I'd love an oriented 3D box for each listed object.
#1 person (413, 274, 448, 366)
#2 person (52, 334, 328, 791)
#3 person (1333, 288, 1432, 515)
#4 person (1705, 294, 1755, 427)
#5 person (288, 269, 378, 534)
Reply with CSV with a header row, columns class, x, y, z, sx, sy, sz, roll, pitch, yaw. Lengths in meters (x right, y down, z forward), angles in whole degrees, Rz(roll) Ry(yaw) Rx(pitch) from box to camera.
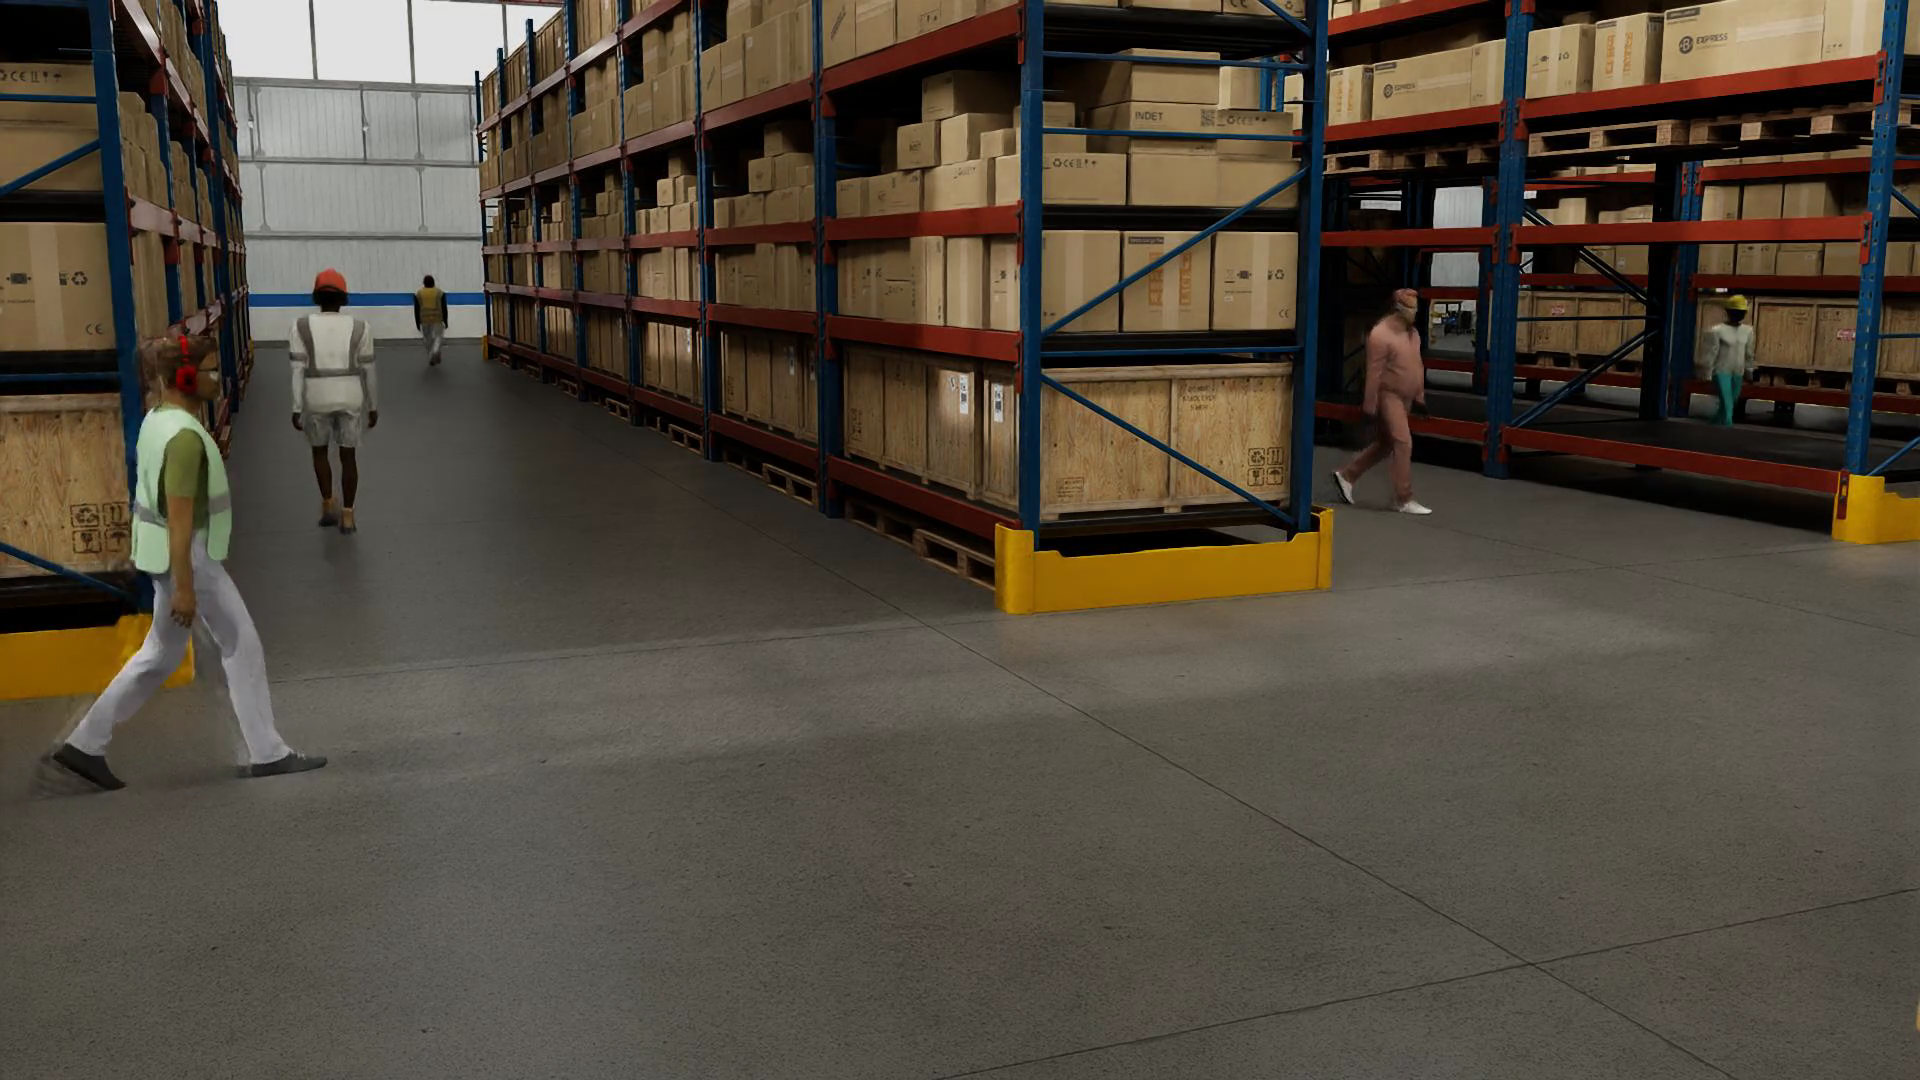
class,x,y,z,sx,sy,sz,roll,pitch,yaw
person,-10.612,-4.404,33.374,0.651,1.832,0.447,-2,10,-10
person,-3.082,0.097,6.514,0.944,1.809,0.575,-6,11,-32
person,3.547,-1.168,13.877,0.870,1.874,0.648,8,12,38
person,8.434,-1.843,18.323,0.532,1.737,0.806,-2,10,-11
person,-4.822,-1.070,12.828,0.642,2.019,0.688,-4,10,-22
